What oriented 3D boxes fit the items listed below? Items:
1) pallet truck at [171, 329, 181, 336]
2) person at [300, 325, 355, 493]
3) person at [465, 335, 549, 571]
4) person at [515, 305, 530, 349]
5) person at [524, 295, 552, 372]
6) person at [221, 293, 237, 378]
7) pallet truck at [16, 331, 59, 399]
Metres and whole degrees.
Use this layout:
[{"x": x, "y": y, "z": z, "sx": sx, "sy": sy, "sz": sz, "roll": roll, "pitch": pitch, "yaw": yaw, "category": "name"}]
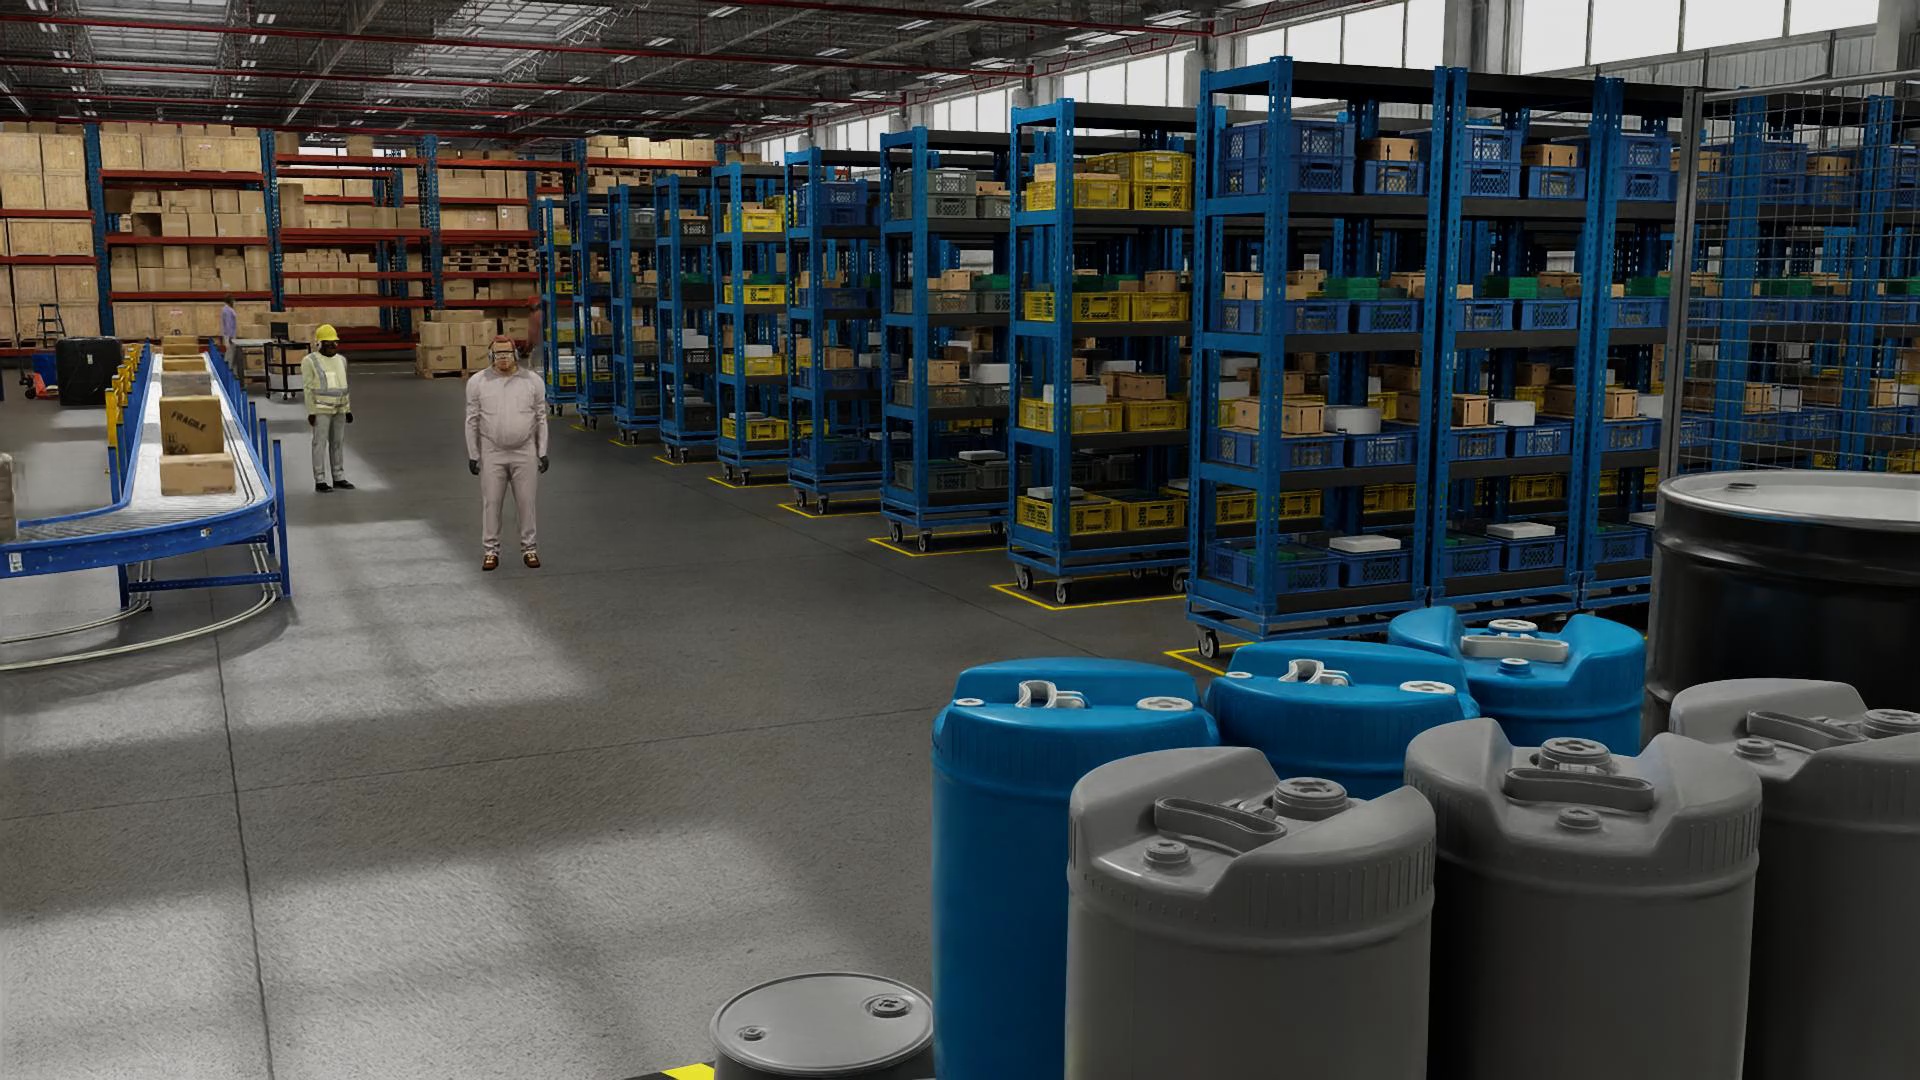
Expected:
[{"x": -17.275, "y": -3.851, "z": 35.096, "sx": 1.601, "sy": 1.201, "sz": 0.680, "roll": 0, "pitch": 9, "yaw": 1, "category": "pallet truck"}, {"x": -6.931, "y": -1.445, "z": 18.289, "sx": 0.403, "sy": 1.835, "sz": 0.588, "roll": 5, "pitch": 10, "yaw": 28, "category": "person"}, {"x": -3.661, "y": -0.705, "z": 13.479, "sx": 0.652, "sy": 1.904, "sz": 0.404, "roll": -3, "pitch": 10, "yaw": -18, "category": "person"}, {"x": -13.343, "y": -6.674, "z": 50.730, "sx": 0.621, "sy": 1.837, "sz": 0.429, "roll": 4, "pitch": 10, "yaw": 24, "category": "person"}, {"x": -8.423, "y": -3.901, "z": 33.194, "sx": 1.037, "sy": 1.943, "sz": 0.627, "roll": 0, "pitch": 9, "yaw": 0, "category": "person"}, {"x": -16.488, "y": -4.609, "z": 37.593, "sx": 0.355, "sy": 1.937, "sz": 0.634, "roll": -4, "pitch": 10, "yaw": -21, "category": "person"}, {"x": -17.082, "y": -3.353, "z": 31.781, "sx": 1.630, "sy": 1.274, "sz": 0.653, "roll": -4, "pitch": 10, "yaw": -25, "category": "pallet truck"}]
